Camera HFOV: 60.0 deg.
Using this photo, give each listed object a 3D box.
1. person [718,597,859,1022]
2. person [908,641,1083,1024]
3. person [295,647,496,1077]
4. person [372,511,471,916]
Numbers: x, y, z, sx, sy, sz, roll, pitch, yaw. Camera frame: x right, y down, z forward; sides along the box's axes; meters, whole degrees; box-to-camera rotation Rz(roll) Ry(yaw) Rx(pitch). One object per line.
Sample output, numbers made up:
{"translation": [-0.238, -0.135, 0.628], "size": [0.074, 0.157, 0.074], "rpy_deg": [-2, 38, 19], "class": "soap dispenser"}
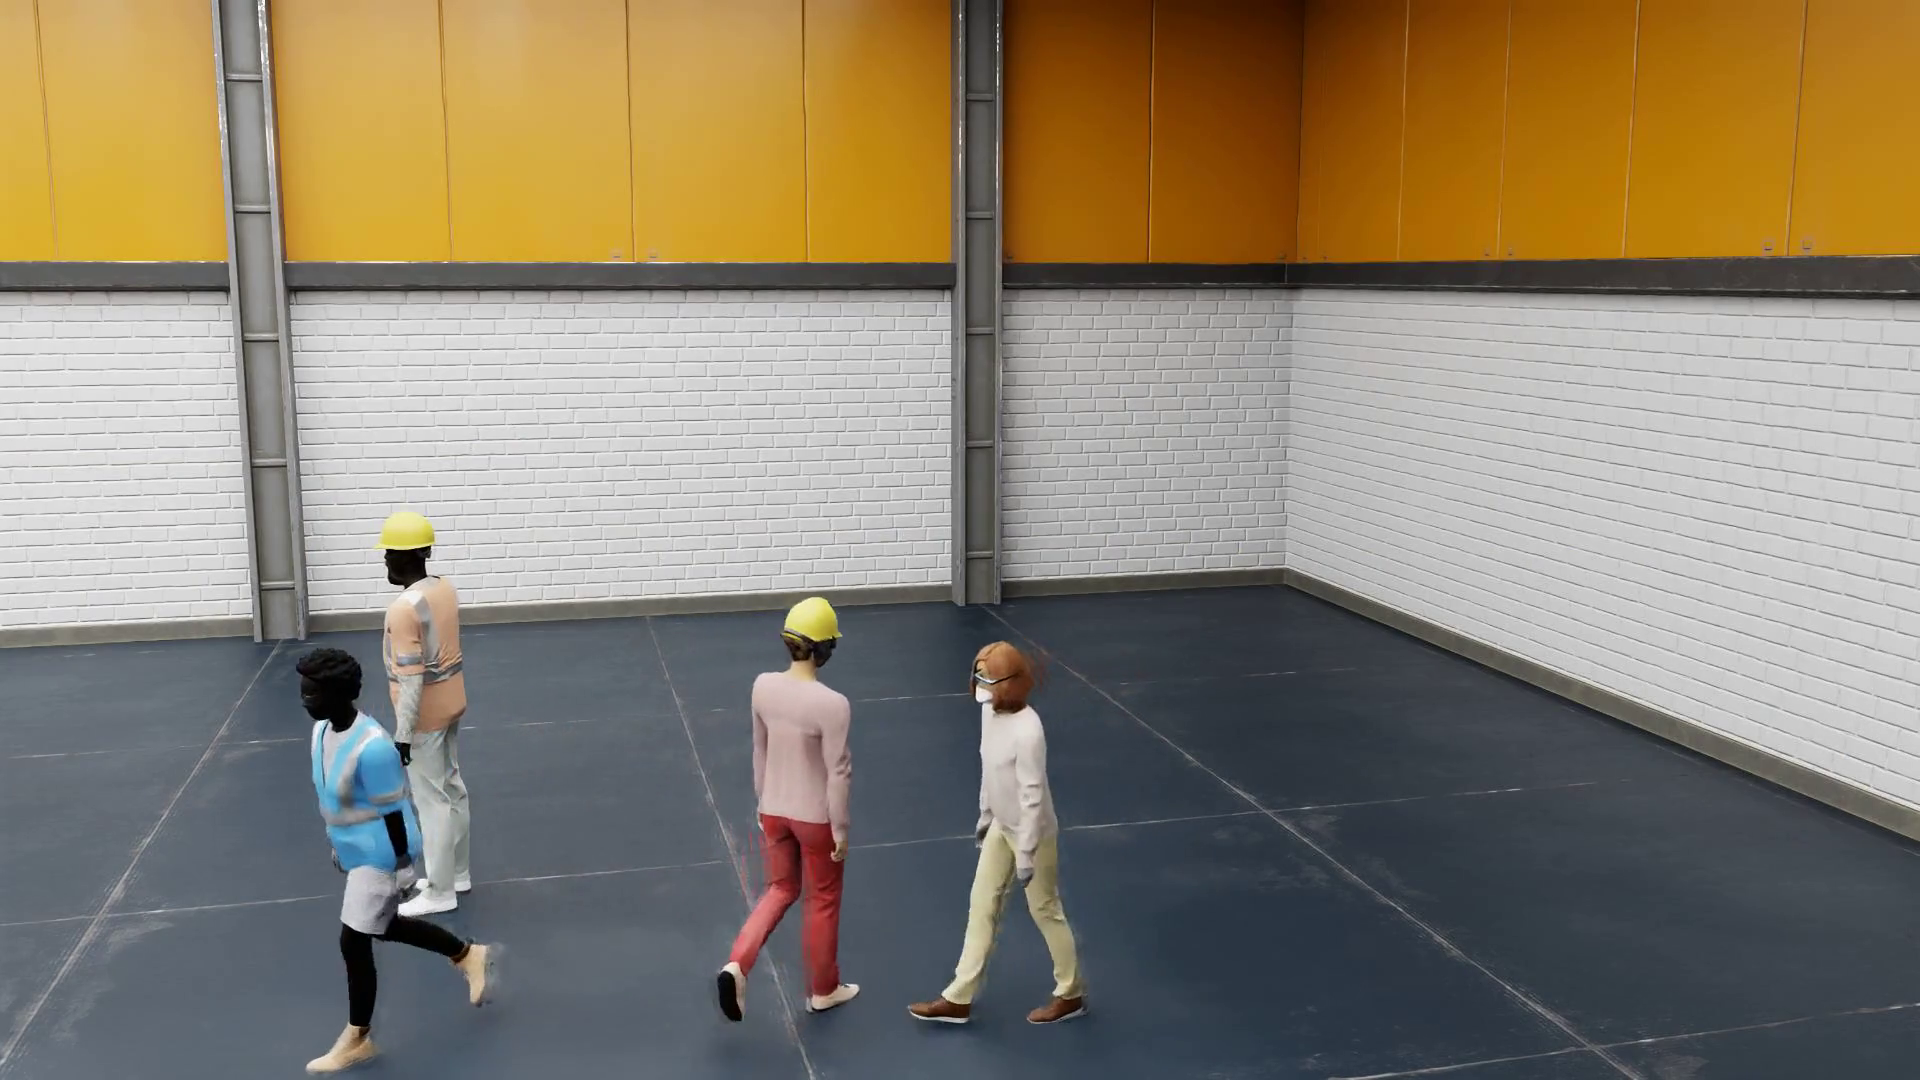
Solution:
{"translation": [-0.669, 1.100, 6.666], "size": [0.533, 1.747, 0.623], "rpy_deg": [7, 11, 36], "class": "person"}
{"translation": [0.163, 1.185, 6.613], "size": [0.786, 1.590, 0.515], "rpy_deg": [-4, 10, -22], "class": "person"}
{"translation": [-2.195, 1.186, 6.473], "size": [0.756, 1.654, 0.537], "rpy_deg": [-8, 12, -40], "class": "person"}
{"translation": [-2.549, 0.820, 7.878], "size": [0.387, 1.927, 0.589], "rpy_deg": [1, 9, 4], "class": "person"}
